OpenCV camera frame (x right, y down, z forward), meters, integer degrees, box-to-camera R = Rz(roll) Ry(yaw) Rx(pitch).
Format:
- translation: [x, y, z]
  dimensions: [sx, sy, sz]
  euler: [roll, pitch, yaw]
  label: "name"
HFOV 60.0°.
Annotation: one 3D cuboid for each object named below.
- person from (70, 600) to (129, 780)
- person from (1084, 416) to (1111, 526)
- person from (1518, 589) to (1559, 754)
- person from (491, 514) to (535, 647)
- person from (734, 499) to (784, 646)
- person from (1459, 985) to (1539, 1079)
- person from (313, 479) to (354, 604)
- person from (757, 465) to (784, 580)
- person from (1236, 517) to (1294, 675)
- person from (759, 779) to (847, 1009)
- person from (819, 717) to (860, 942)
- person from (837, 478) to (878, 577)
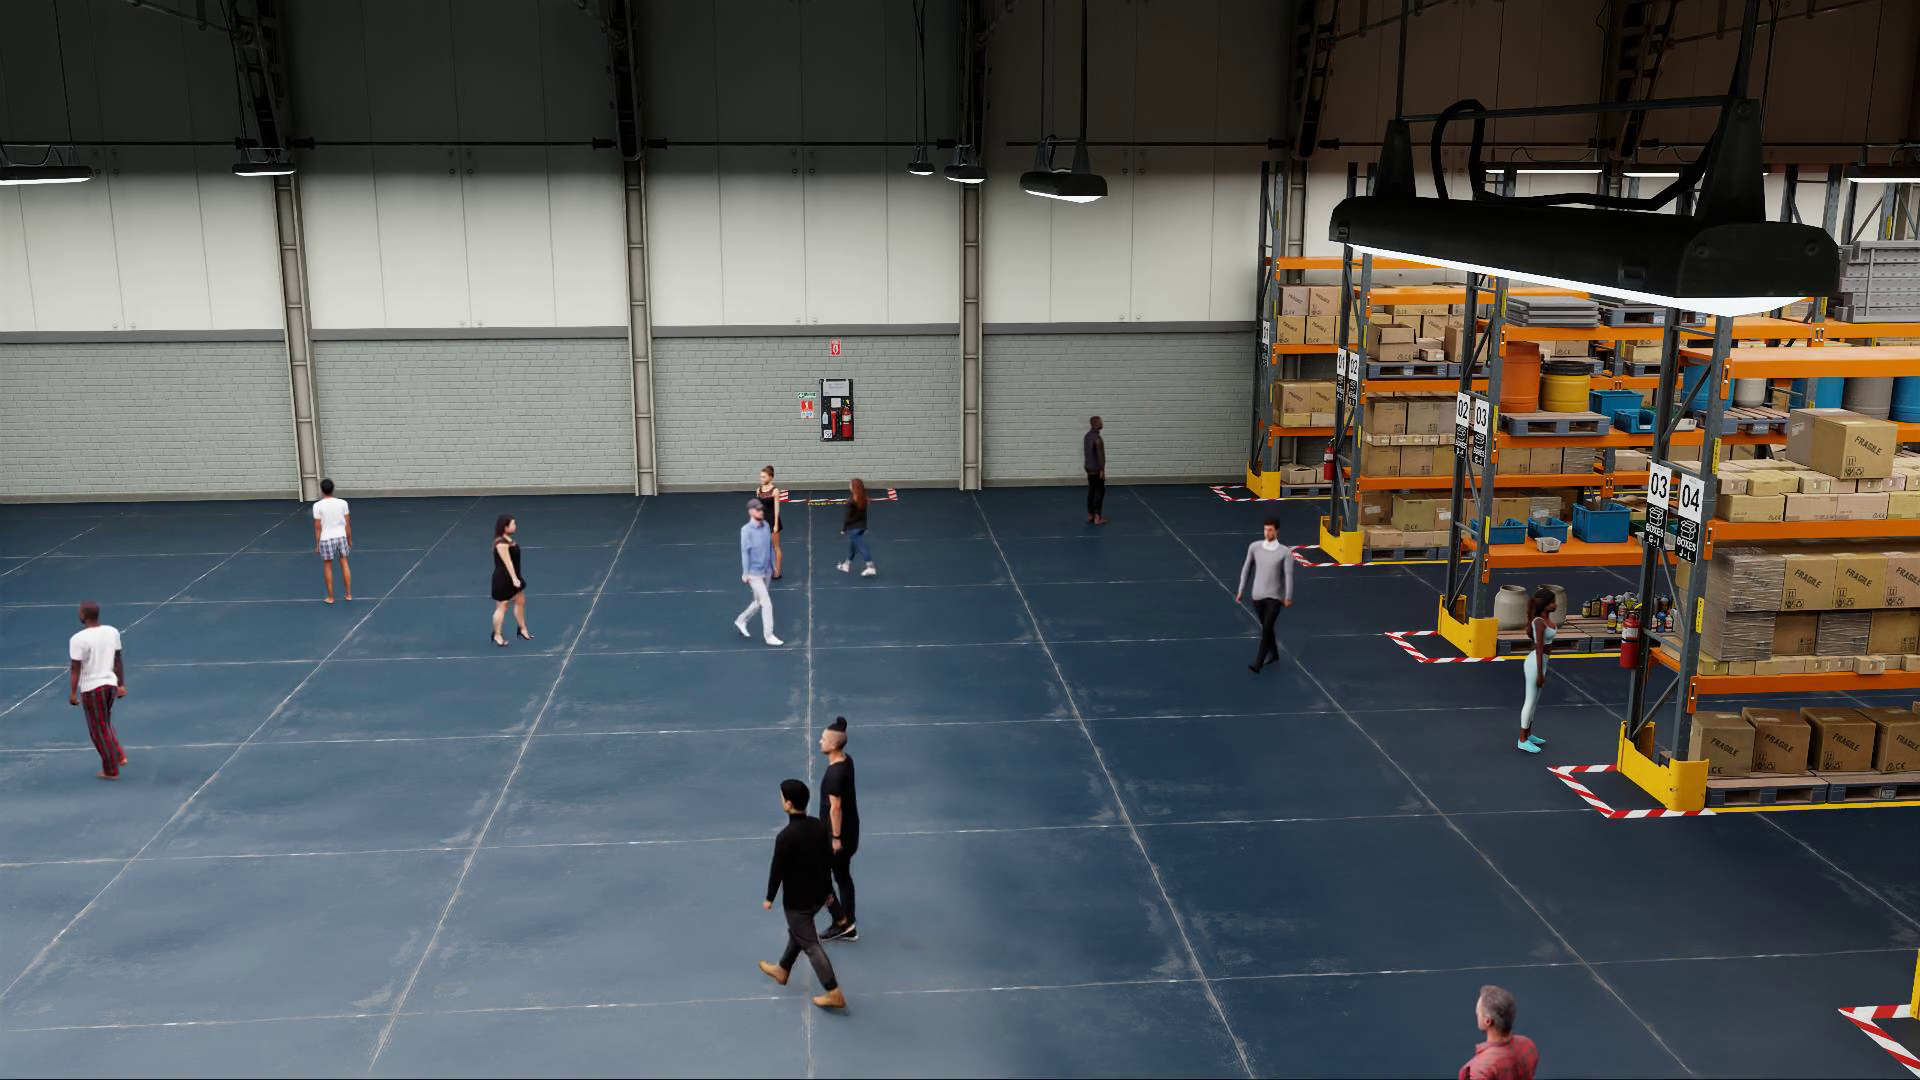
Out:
- translation: [-8.488, 1.502, 16.532]
  dimensions: [0.782, 1.821, 0.771]
  euler: [4, 14, 19]
  label: "person"
- translation: [2.254, -1.196, 28.159]
  dimensions: [0.737, 1.832, 0.784]
  euler: [-5, 14, -21]
  label: "person"
- translation: [6.057, 1.344, 17.432]
  dimensions: [0.678, 1.724, 0.659]
  euler: [6, 14, 24]
  label: "person"
- translation: [-5.823, 0.529, 21.005]
  dimensions: [0.756, 1.699, 0.681]
  euler: [-2, 13, -9]
  label: "person"
- translation: [-2.622, 0.389, 21.232]
  dimensions: [1.200, 1.870, 1.071]
  euler: [8, 15, 31]
  label: "person"
- translation: [2.908, 3.290, 8.854]
  dimensions: [1.166, 1.802, 1.105]
  euler: [-9, 16, -34]
  label: "person"
- translation: [-8.740, 0.009, 23.186]
  dimensions: [0.640, 1.729, 0.780]
  euler: [-8, 15, -31]
  label: "person"
- translation: [-2.804, -0.268, 24.492]
  dimensions: [0.674, 1.679, 0.745]
  euler: [9, 16, 34]
  label: "person"
- translation: [3.758, 0.660, 20.063]
  dimensions: [1.242, 1.870, 1.307]
  euler: [11, 17, 40]
  label: "person"
- translation: [-1.085, 2.607, 12.076]
  dimensions: [1.196, 1.679, 1.071]
  euler: [9, 16, 33]
  label: "person"
- translation: [-0.881, 2.283, 13.083]
  dimensions: [0.703, 1.855, 0.741]
  euler: [2, 13, 7]
  label: "person"
- translation: [-1.469, -0.161, 24.547]
  dimensions: [1.045, 1.446, 0.893]
  euler: [7, 15, 28]
  label: "person"
